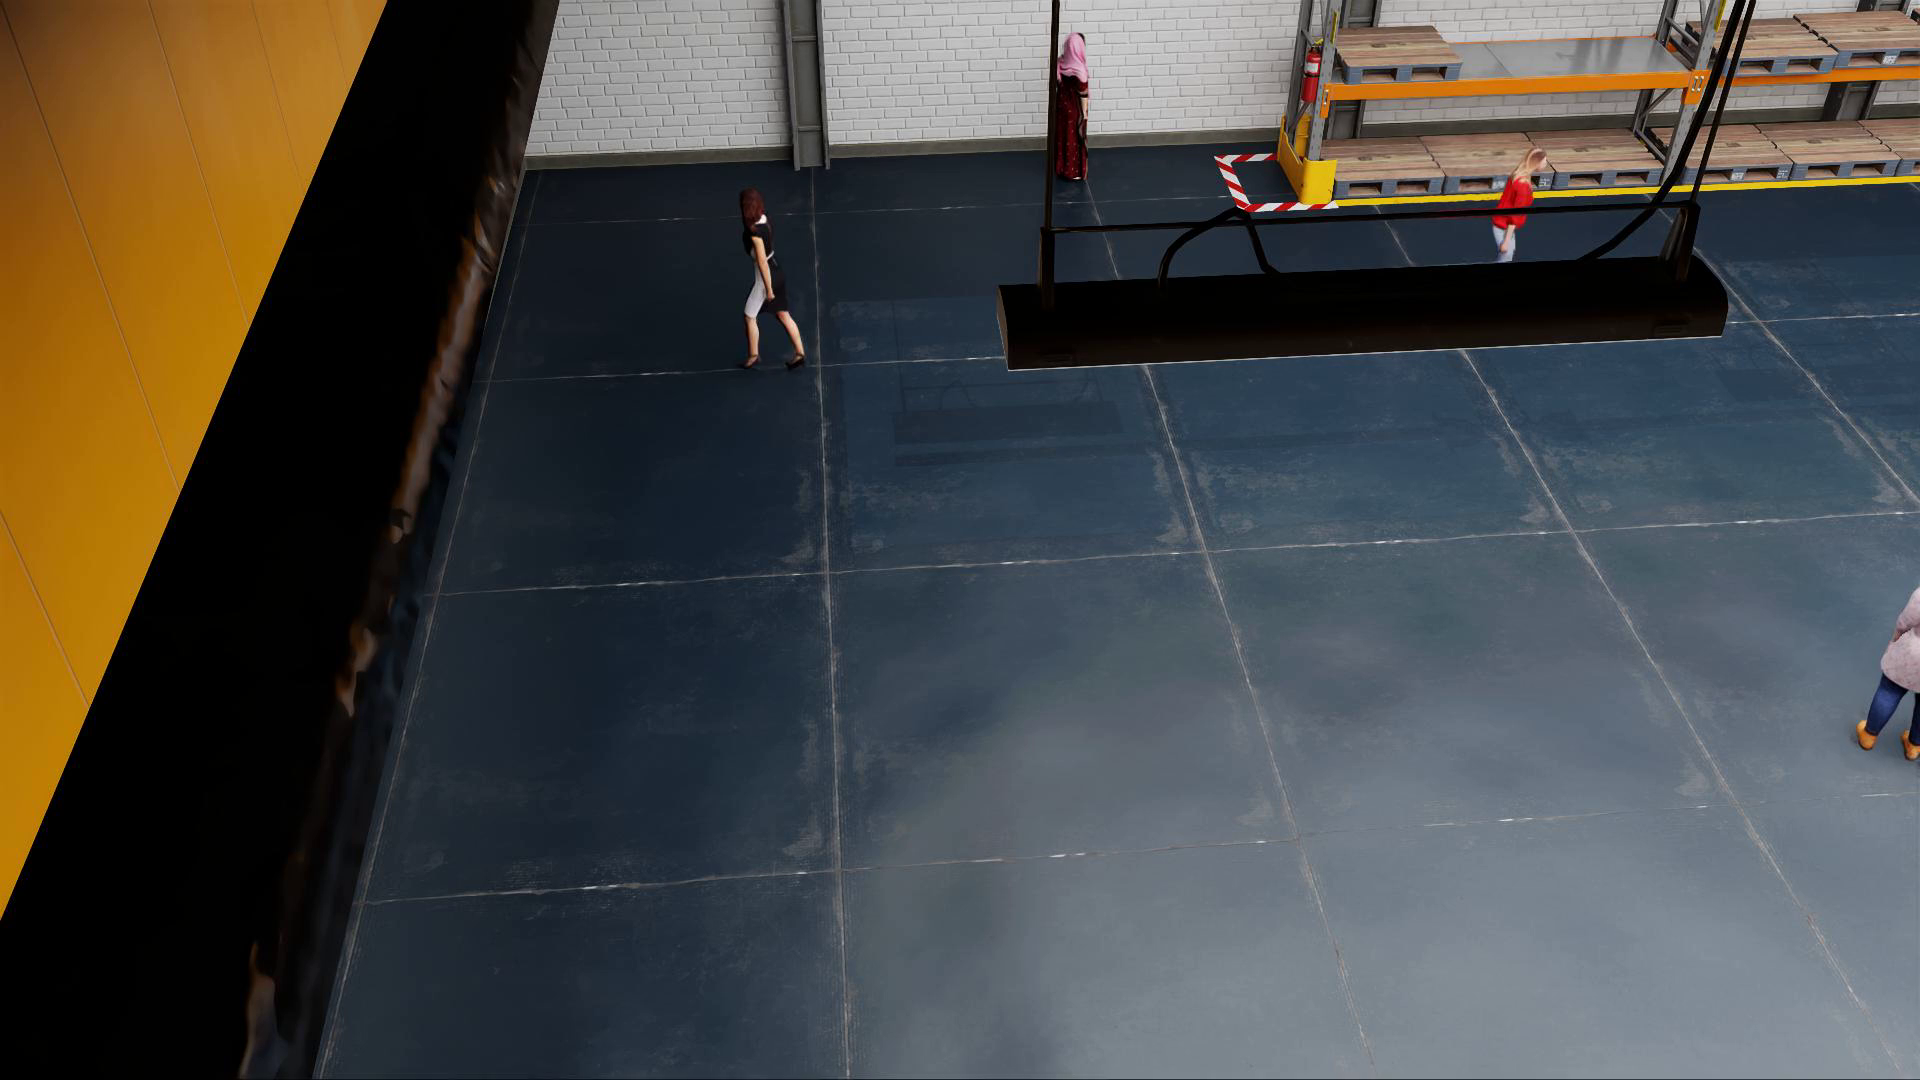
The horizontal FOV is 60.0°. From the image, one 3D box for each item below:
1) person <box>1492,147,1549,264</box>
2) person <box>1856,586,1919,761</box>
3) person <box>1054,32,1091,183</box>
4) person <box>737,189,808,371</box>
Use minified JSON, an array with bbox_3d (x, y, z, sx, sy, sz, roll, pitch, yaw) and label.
[{"bbox_3d":[5.036,-2.916,15.629,0.865,1.677,0.712,4,39,5],"label":"person"},{"bbox_3d":[6.428,0.739,11.002,0.727,1.740,0.860,13,40,15],"label":"person"},{"bbox_3d":[1.199,-4.650,17.830,0.753,1.639,0.752,-21,43,-24],"label":"person"},{"bbox_3d":[-1.639,-2.239,14.719,0.950,1.753,0.757,8,39,10],"label":"person"}]
